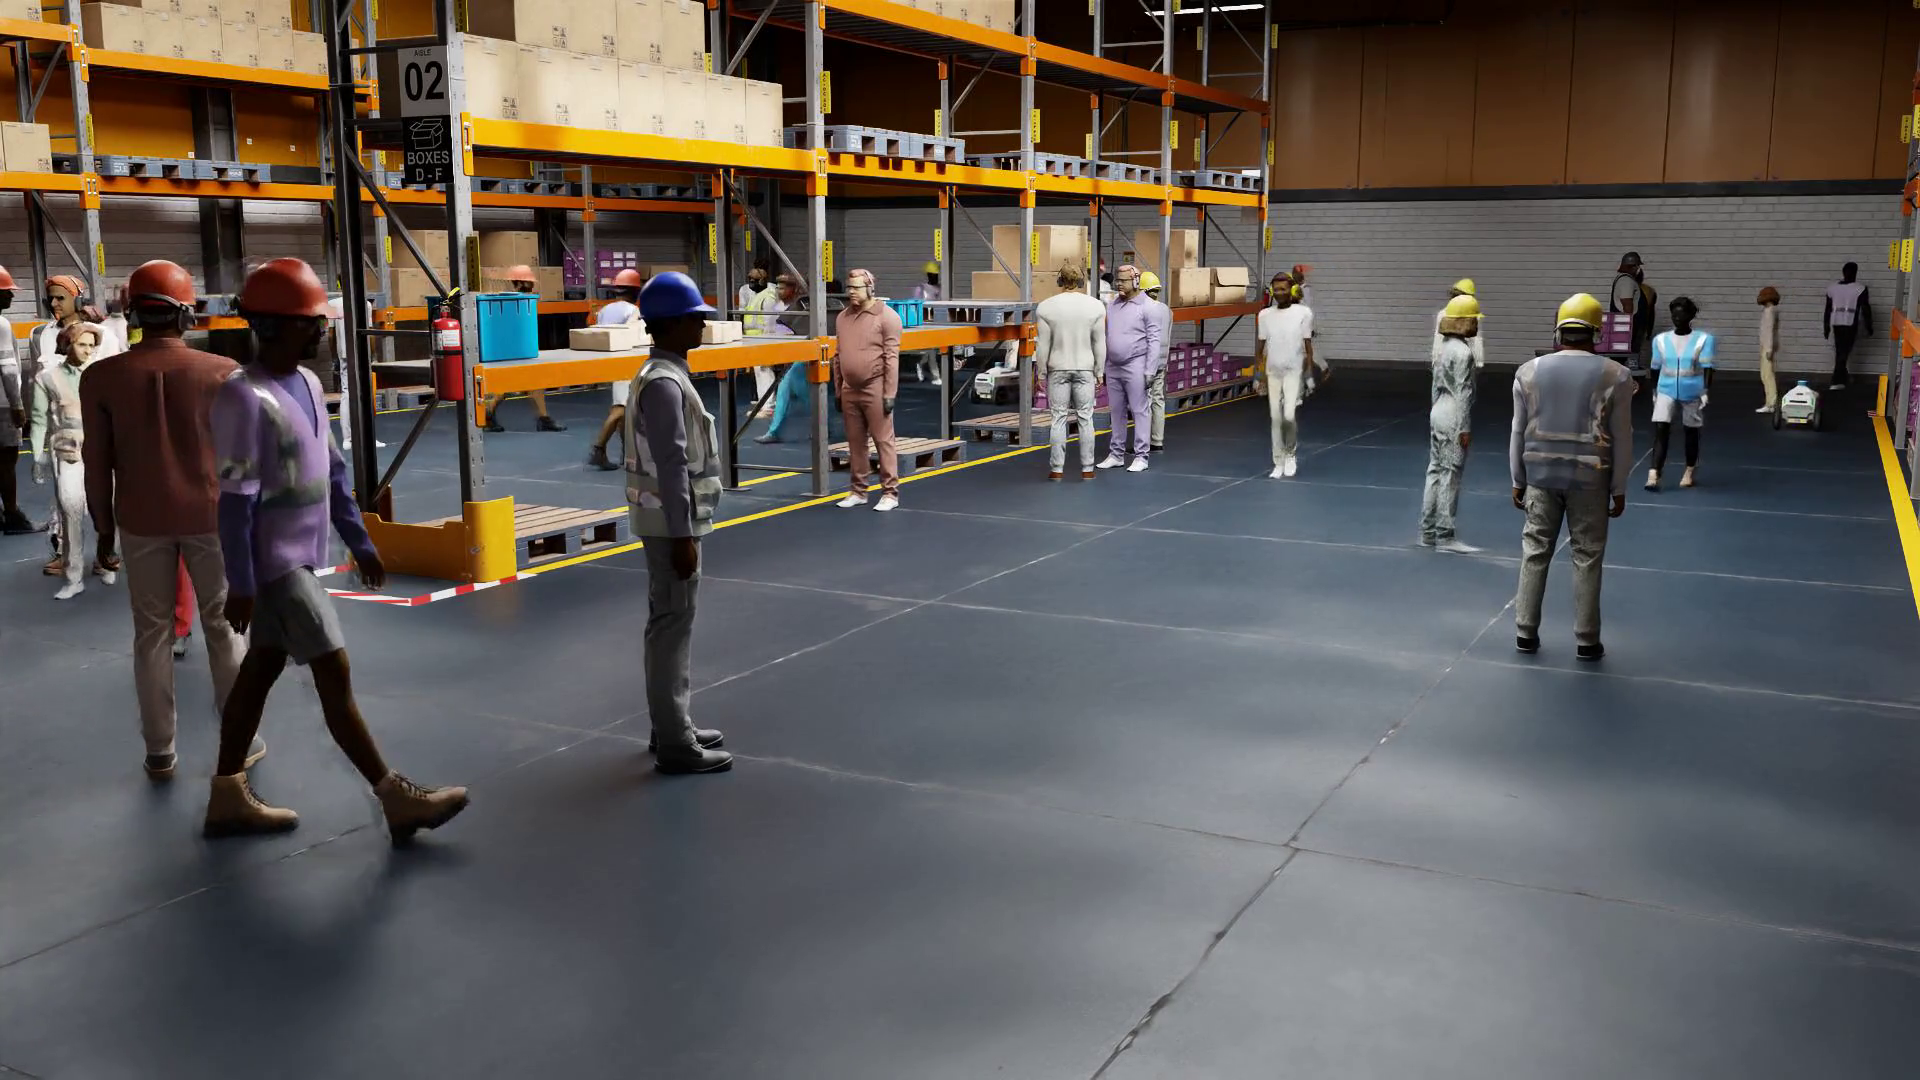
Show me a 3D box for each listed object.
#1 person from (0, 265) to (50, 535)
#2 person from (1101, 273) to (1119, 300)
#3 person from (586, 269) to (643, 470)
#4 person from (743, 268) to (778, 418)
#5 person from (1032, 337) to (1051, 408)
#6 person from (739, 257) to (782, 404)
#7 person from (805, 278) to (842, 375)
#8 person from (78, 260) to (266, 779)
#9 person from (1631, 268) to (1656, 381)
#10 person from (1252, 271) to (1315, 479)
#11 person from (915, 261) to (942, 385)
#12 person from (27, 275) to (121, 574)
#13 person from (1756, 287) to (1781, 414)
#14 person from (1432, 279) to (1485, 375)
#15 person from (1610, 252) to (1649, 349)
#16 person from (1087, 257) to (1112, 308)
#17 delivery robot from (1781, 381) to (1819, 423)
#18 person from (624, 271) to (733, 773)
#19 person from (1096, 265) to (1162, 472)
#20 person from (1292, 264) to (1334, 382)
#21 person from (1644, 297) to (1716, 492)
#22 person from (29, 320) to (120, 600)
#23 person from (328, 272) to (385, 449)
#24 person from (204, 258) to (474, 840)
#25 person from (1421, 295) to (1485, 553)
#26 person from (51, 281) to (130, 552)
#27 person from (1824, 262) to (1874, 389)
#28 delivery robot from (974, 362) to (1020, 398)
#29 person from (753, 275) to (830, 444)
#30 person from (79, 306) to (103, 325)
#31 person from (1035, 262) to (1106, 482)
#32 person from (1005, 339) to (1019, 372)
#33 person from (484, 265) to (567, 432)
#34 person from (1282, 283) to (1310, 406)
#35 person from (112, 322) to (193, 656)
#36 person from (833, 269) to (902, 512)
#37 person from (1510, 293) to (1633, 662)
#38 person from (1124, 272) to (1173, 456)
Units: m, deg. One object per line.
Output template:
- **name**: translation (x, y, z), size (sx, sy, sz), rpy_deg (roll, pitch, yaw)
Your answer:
- **person**: translation (-6.909, -1.006, 11.994), size (0.542, 1.939, 0.371), rpy_deg (8, 12, 37)
- **person**: translation (2.409, -3.539, 27.357), size (0.536, 1.696, 0.321), rpy_deg (2, 10, 13)
- **person**: translation (-3.259, -1.601, 15.649), size (0.564, 1.891, 0.838), rpy_deg (7, 12, 36)
- **person**: translation (-2.441, -2.410, 20.440), size (0.430, 1.837, 0.627), rpy_deg (-4, 11, -22)
- **person**: translation (1.118, -2.602, 21.259), size (0.371, 1.931, 0.543), rpy_deg (9, 13, 41)
- **person**: translation (-2.655, -2.804, 22.324), size (0.608, 1.966, 0.374), rpy_deg (1, 10, 5)
- **person**: translation (-2.181, -3.546, 26.617), size (0.618, 1.969, 0.773), rpy_deg (-1, 10, -8)
- **person**: translation (-3.032, -0.076, 6.446), size (0.614, 1.993, 0.395), rpy_deg (-3, 10, -18)
- **person**: translation (10.260, -3.254, 25.390), size (0.632, 1.814, 0.863), rpy_deg (1, 10, 8)
- **person**: translation (2.884, -1.462, 14.867), size (0.561, 1.855, 0.396), rpy_deg (5, 11, 28)
- **person**: translation (-0.475, -3.351, 25.691), size (0.603, 1.903, 0.789), rpy_deg (-8, 13, -38)
- **person**: translation (-5.567, -0.716, 10.476), size (0.573, 1.883, 0.354), rpy_deg (0, 10, 1)
- **person**: translation (10.191, -2.385, 20.977), size (0.345, 1.594, 0.690), rpy_deg (5, 11, 26)
- **person**: translation (5.406, -1.927, 17.921), size (0.818, 1.728, 0.550), rpy_deg (-7, 12, -36)
- **person**: translation (9.815, -3.200, 24.398), size (0.536, 2.000, 0.673), rpy_deg (2, 10, 11)
- **person**: translation (1.840, -2.976, 23.237), size (0.631, 2.002, 0.611), rpy_deg (-6, 12, -32)
- **delivery robot**: translation (9.630, -1.580, 19.050), size (0.477, 0.478, 0.707), rpy_deg (6, 11, 30)
- **person**: translation (-1.118, -0.068, 6.530), size (0.380, 1.951, 0.605), rpy_deg (-2, 10, -12)
- **person**: translation (1.548, -1.587, 15.452), size (0.409, 1.907, 0.651), rpy_deg (-10, 14, -44)
- **person**: translation (5.327, -3.303, 25.550), size (0.865, 1.861, 0.575), rpy_deg (0, 10, -1)
- **person**: translation (6.132, -1.234, 14.148), size (0.541, 1.649, 0.864), rpy_deg (7, 12, 34)
- **person**: translation (-5.164, -0.476, 9.810), size (0.583, 1.629, 0.335), rpy_deg (-4, 11, -23)
- **person**: translation (-6.235, -1.862, 17.138), size (0.513, 1.876, 0.328), rpy_deg (1, 10, 4)
- **person**: translation (-2.187, 0.053, 5.686), size (1.014, 1.991, 0.635), rpy_deg (0, 10, -2)
- **person**: translation (3.356, -0.786, 11.284), size (0.317, 1.742, 0.492), rpy_deg (-1, 10, -5)
- **person**: translation (-5.648, -0.806, 11.113), size (0.684, 1.859, 0.979), rpy_deg (6, 11, 31)
- **person**: translation (13.266, -3.187, 24.811), size (0.869, 1.877, 0.600), rpy_deg (-6, 11, -31)
- **delivery robot**: translation (0.516, -2.133, 22.251), size (0.477, 0.478, 0.707), rpy_deg (8, 13, 39)
- **person**: translation (-1.776, -1.934, 17.812), size (0.964, 1.798, 0.574), rpy_deg (-6, 11, -29)
- **person**: translation (-7.111, -1.136, 13.729), size (0.526, 1.596, 0.881), rpy_deg (0, 10, -1)
- **person**: translation (0.973, -1.470, 14.680), size (0.627, 1.940, 0.372), rpy_deg (0, 10, 0)
- **person**: translation (0.828, -3.175, 25.423), size (0.312, 1.636, 0.520), rpy_deg (-1, 10, -5)
- **person**: translation (-5.000, -2.149, 18.750), size (0.964, 1.899, 0.559), rpy_deg (0, 10, 2)
- **person**: translation (4.418, -2.597, 22.084), size (0.279, 1.632, 0.502), rpy_deg (-8, 13, -40)
- **person**: translation (-4.034, -0.270, 8.335), size (0.528, 1.731, 0.848), rpy_deg (-1, 10, -8)
- **person**: translation (-0.755, -1.172, 13.095), size (0.635, 1.899, 0.397), rpy_deg (7, 12, 35)
- **person**: translation (3.048, -0.311, 8.321), size (0.591, 1.823, 0.405), rpy_deg (7, 12, 34)
- **person**: translation (1.866, -1.751, 16.616), size (0.404, 1.832, 0.596), rpy_deg (8, 13, 40)
